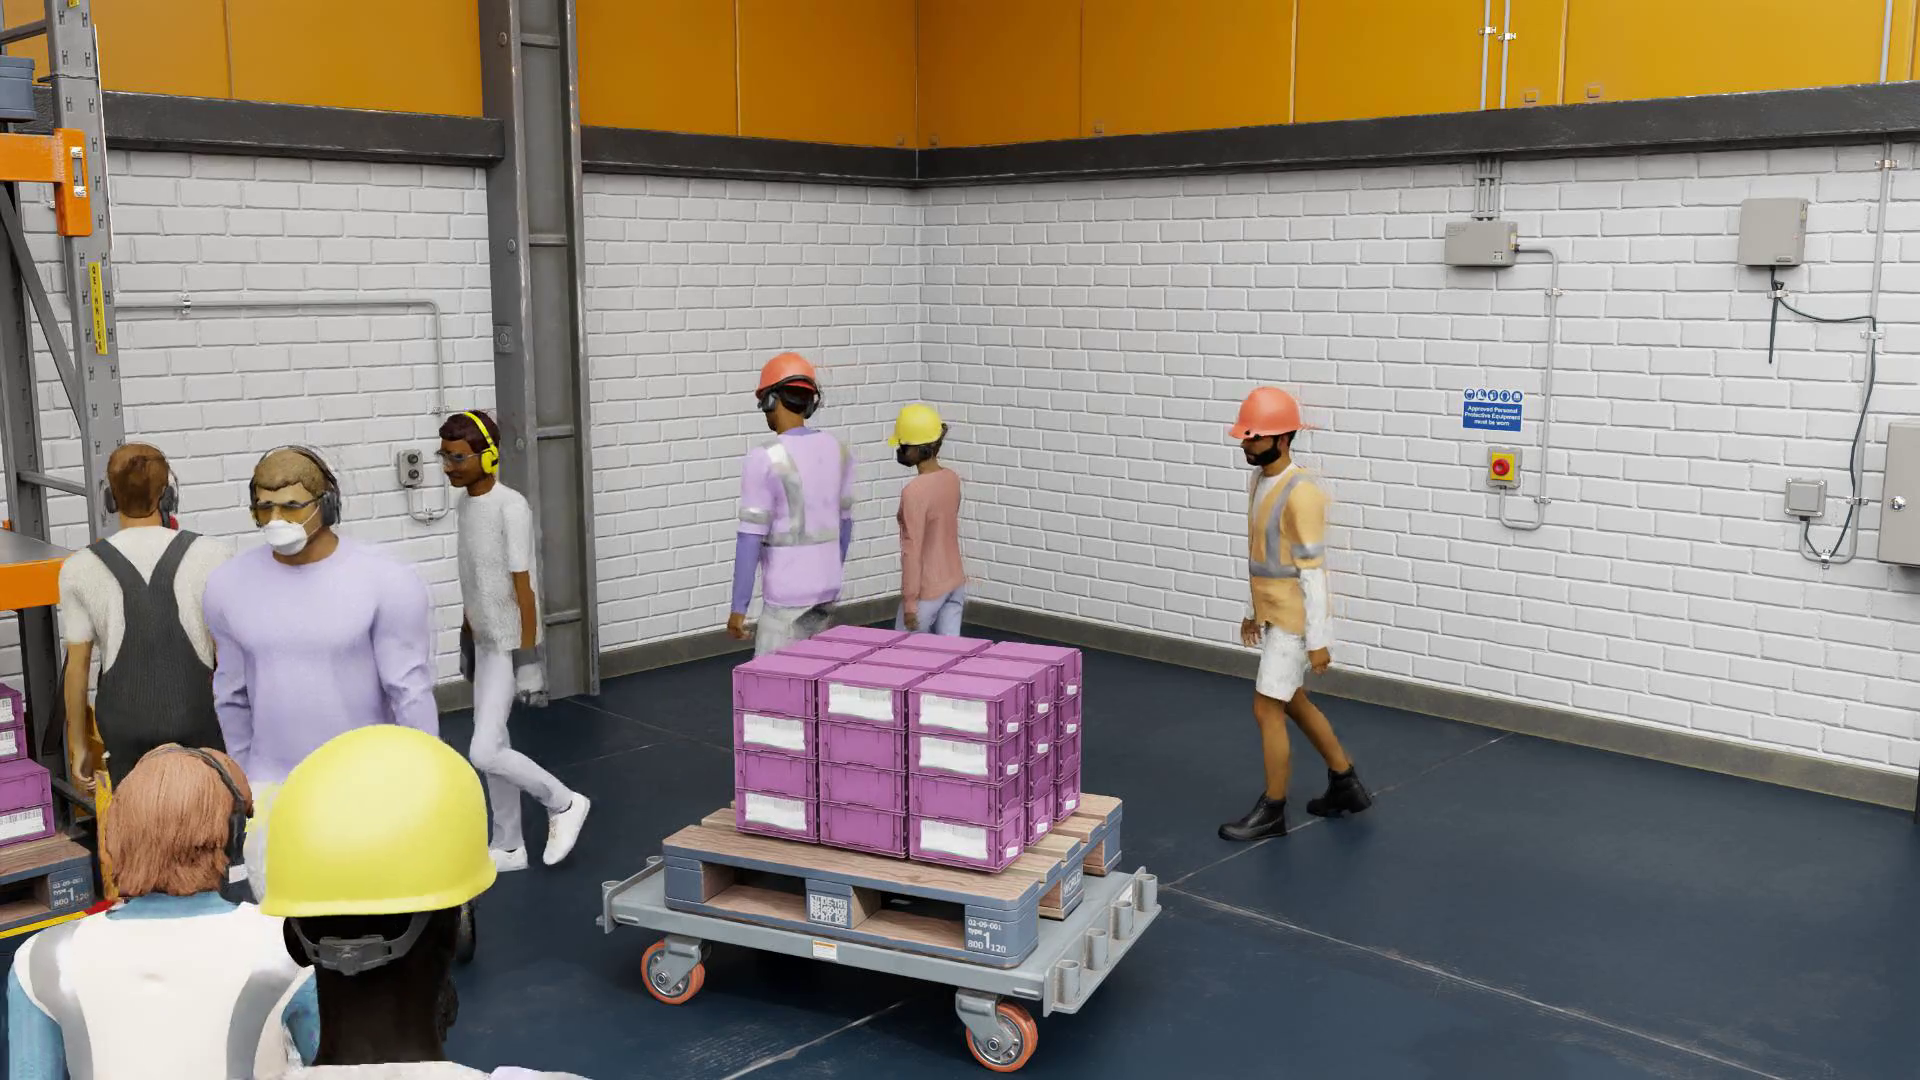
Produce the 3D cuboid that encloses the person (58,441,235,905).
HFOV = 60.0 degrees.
[{"bbox_3d":[-2.532,0.600,5.277,0.520,1.828,0.416,-4,10,-24],"label":"person"}]

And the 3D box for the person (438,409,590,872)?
[{"bbox_3d":[-1.736,0.418,6.350,0.492,1.844,0.626,-7,12,-38],"label":"person"}]

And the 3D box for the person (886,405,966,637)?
[{"bbox_3d":[-0.150,0.236,7.807,0.480,1.745,0.616,5,10,28],"label":"person"}]

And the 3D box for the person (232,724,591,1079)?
[{"bbox_3d":[-0.560,1.121,1.865,0.602,1.895,0.807,0,9,2],"label":"person"}]

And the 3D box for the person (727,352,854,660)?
[{"bbox_3d":[-0.724,0.206,7.138,0.439,2.003,0.650,6,11,32],"label":"person"}]

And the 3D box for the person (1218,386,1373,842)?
[{"bbox_3d":[1.418,0.306,6.887,0.709,1.908,0.568,-1,9,-6],"label":"person"}]

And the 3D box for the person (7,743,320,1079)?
[{"bbox_3d":[-1.248,1.126,2.758,0.529,1.582,0.878,-1,9,-8],"label":"person"}]

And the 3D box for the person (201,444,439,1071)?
[{"bbox_3d":[-1.757,0.658,4.724,0.645,1.907,0.908,0,9,3],"label":"person"}]
